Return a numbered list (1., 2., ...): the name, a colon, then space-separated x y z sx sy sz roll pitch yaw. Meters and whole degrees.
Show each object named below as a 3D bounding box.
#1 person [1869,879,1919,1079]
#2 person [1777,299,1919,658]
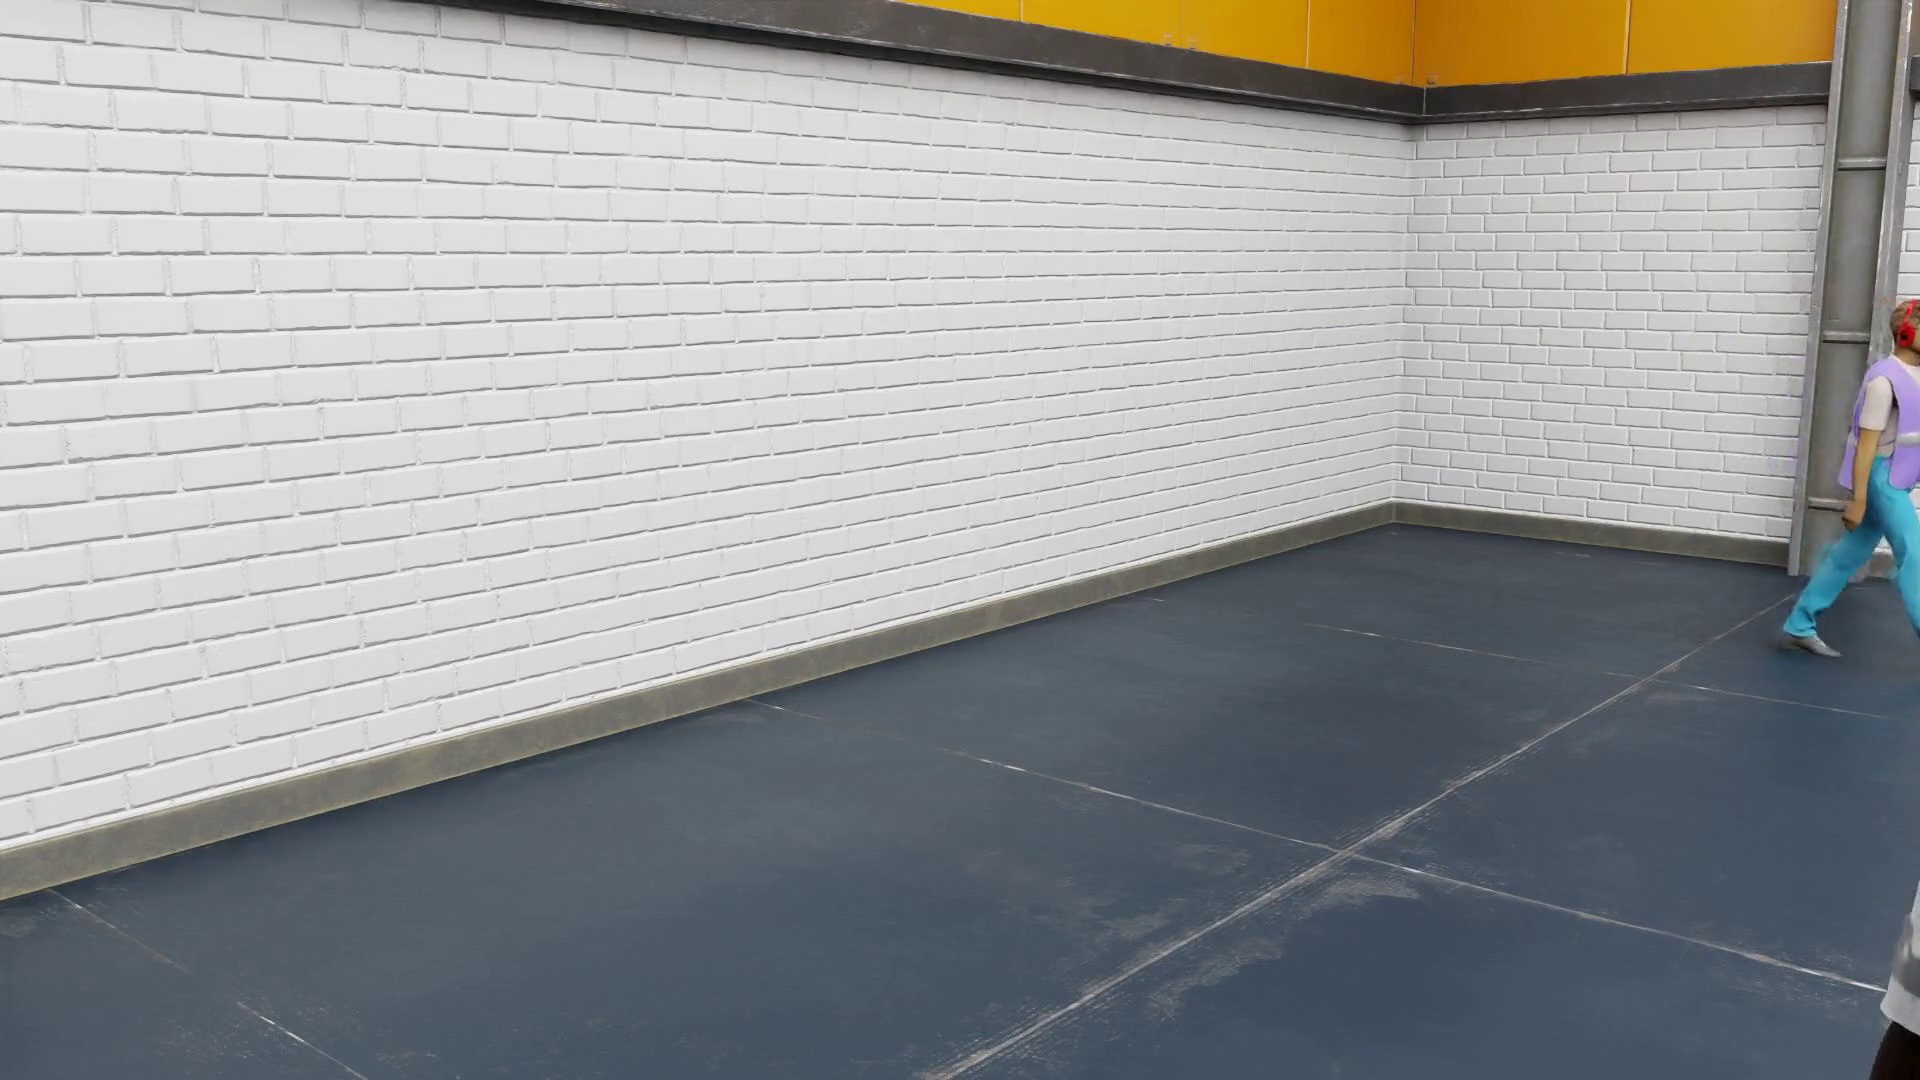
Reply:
1. person: 1.235 0.784 1.646 0.620 1.934 0.931 2 10 13
2. person: 4.457 -0.252 7.943 0.994 1.792 0.581 8 13 40
